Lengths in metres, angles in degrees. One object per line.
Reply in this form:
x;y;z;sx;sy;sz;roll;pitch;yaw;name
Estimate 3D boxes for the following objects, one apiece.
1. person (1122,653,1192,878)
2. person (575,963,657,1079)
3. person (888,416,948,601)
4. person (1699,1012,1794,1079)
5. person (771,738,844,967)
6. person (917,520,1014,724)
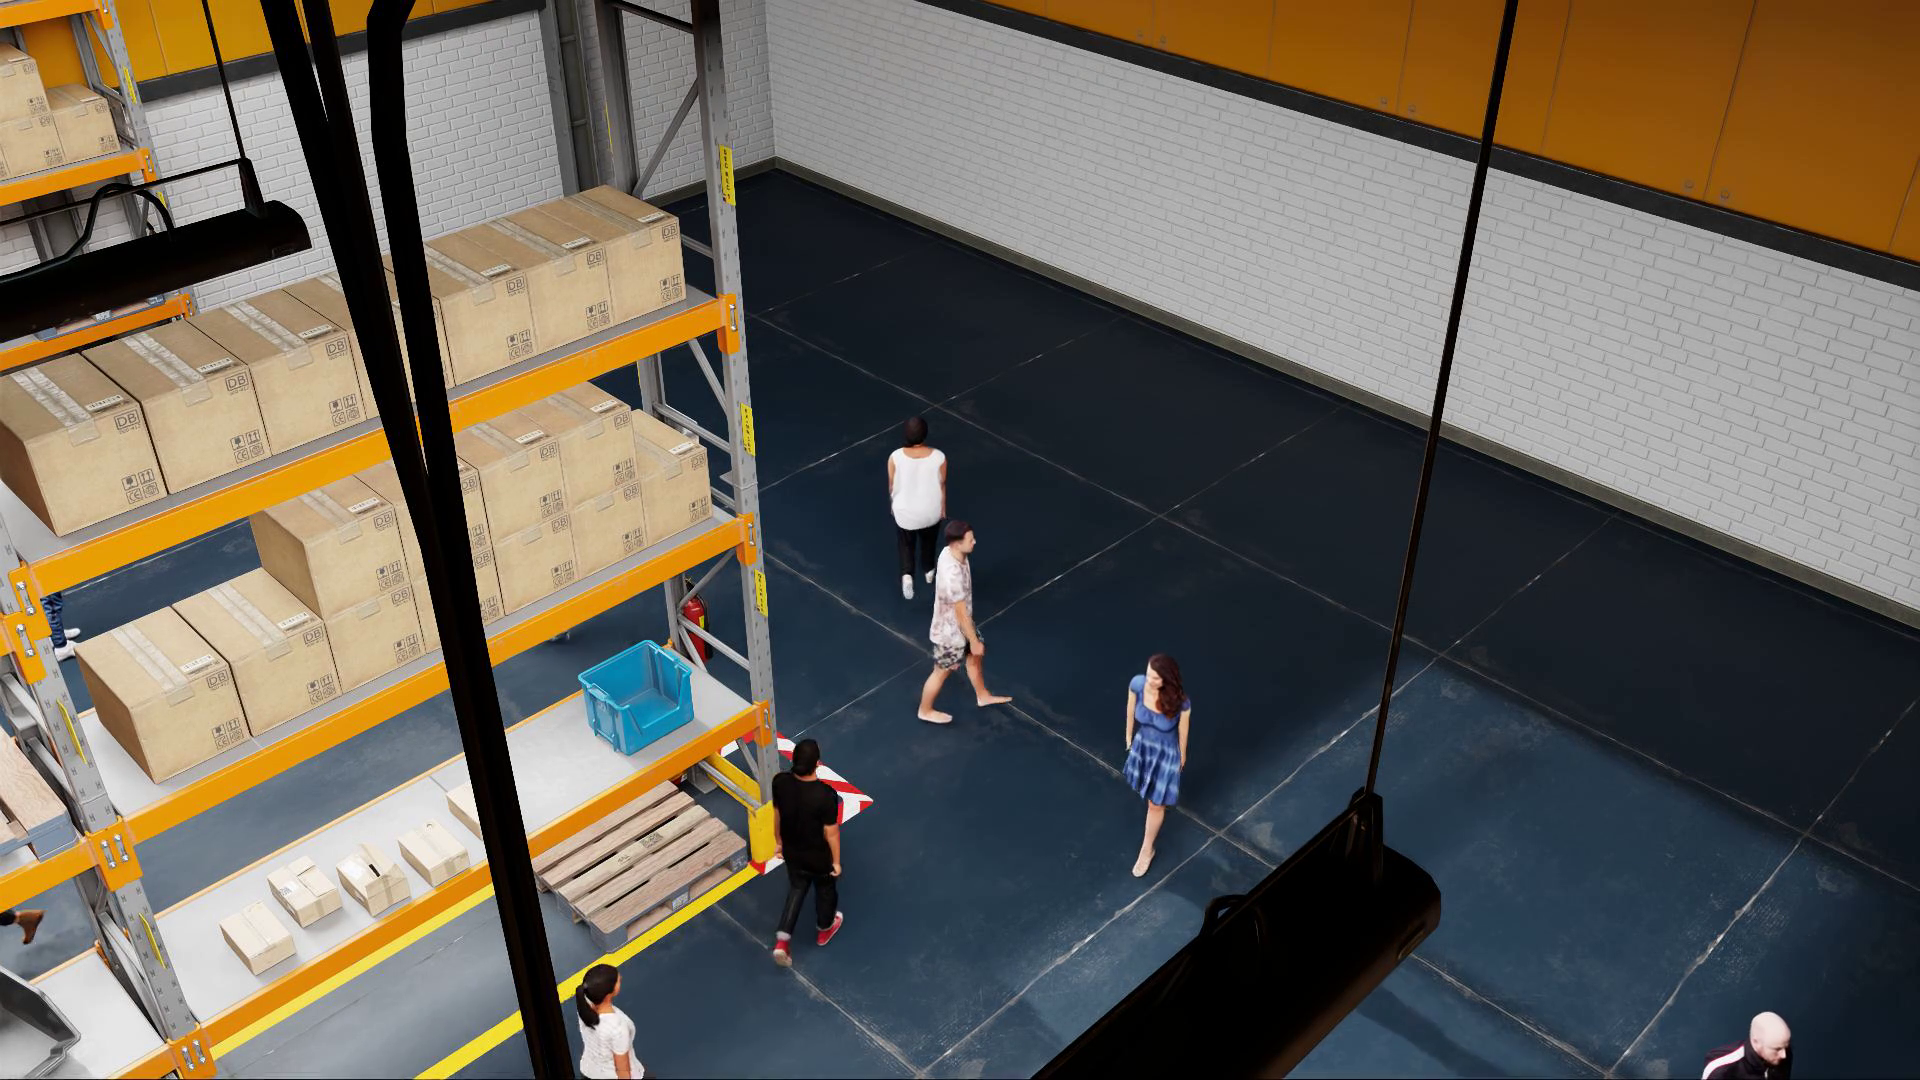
1.380;1.462;11.394;0.758;1.787;1.044;21;39;28;person
-1.999;3.013;9.229;0.639;1.599;1.107;25;41;32;person
-0.367;-0.260;14.091;0.992;1.668;1.048;0;34;0;person
4.045;3.135;8.832;0.676;1.836;0.816;-11;35;-16;person
-1.000;2.027;10.587;0.846;1.739;1.033;14;36;20;person
-0.145;0.644;12.621;1.095;1.790;1.044;2;34;3;person
